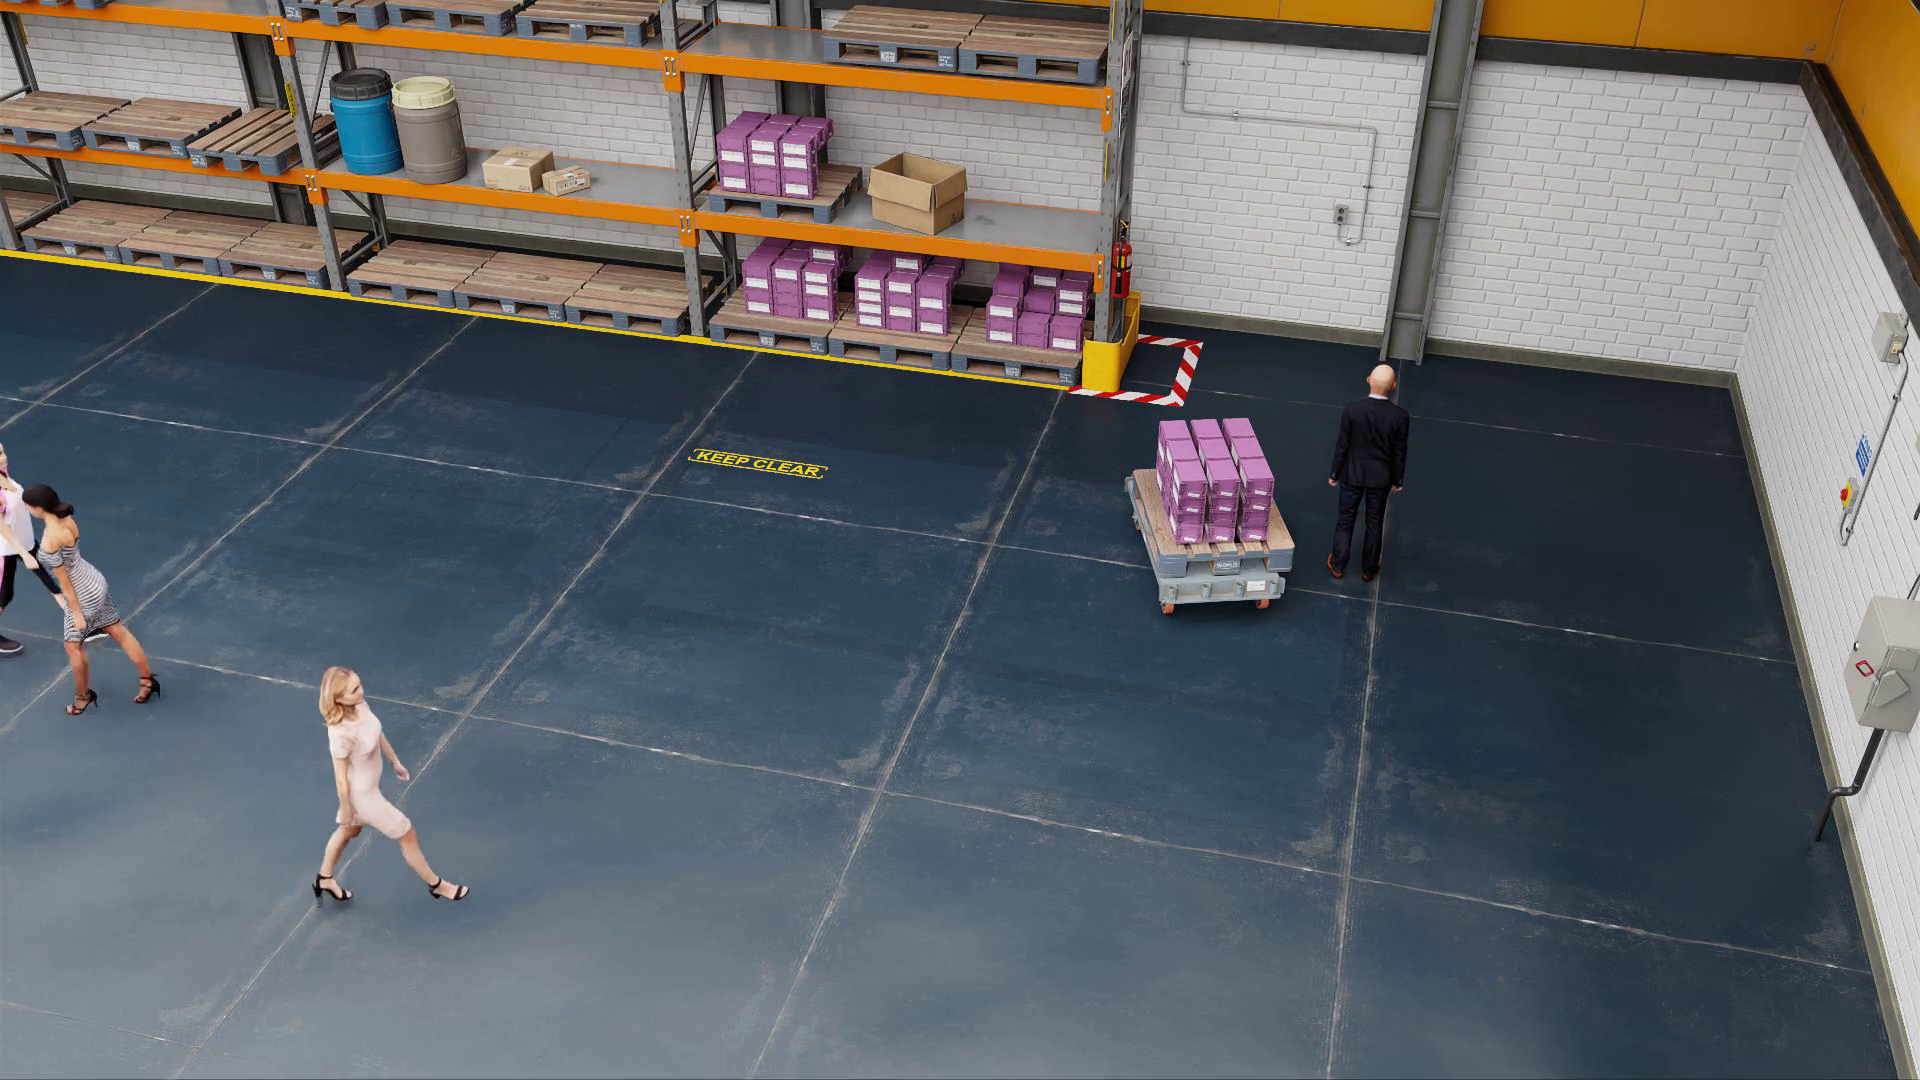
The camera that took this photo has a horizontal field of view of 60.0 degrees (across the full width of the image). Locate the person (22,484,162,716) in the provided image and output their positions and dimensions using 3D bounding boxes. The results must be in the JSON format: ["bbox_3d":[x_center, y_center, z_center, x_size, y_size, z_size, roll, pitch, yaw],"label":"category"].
[{"bbox_3d":[-5.724,0.399,11.094,0.969,1.799,0.851,-5,34,-7],"label":"person"}]

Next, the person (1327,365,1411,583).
[{"bbox_3d":[3.040,-0.494,12.436,0.508,1.799,0.758,7,34,10],"label":"person"}]

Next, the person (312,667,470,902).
[{"bbox_3d":[-3.509,1.451,9.534,1.196,1.773,0.845,-3,34,-4],"label":"person"}]

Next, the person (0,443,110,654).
[{"bbox_3d":[-6.717,0.085,11.621,1.242,1.737,0.902,-3,34,-5],"label":"person"}]
